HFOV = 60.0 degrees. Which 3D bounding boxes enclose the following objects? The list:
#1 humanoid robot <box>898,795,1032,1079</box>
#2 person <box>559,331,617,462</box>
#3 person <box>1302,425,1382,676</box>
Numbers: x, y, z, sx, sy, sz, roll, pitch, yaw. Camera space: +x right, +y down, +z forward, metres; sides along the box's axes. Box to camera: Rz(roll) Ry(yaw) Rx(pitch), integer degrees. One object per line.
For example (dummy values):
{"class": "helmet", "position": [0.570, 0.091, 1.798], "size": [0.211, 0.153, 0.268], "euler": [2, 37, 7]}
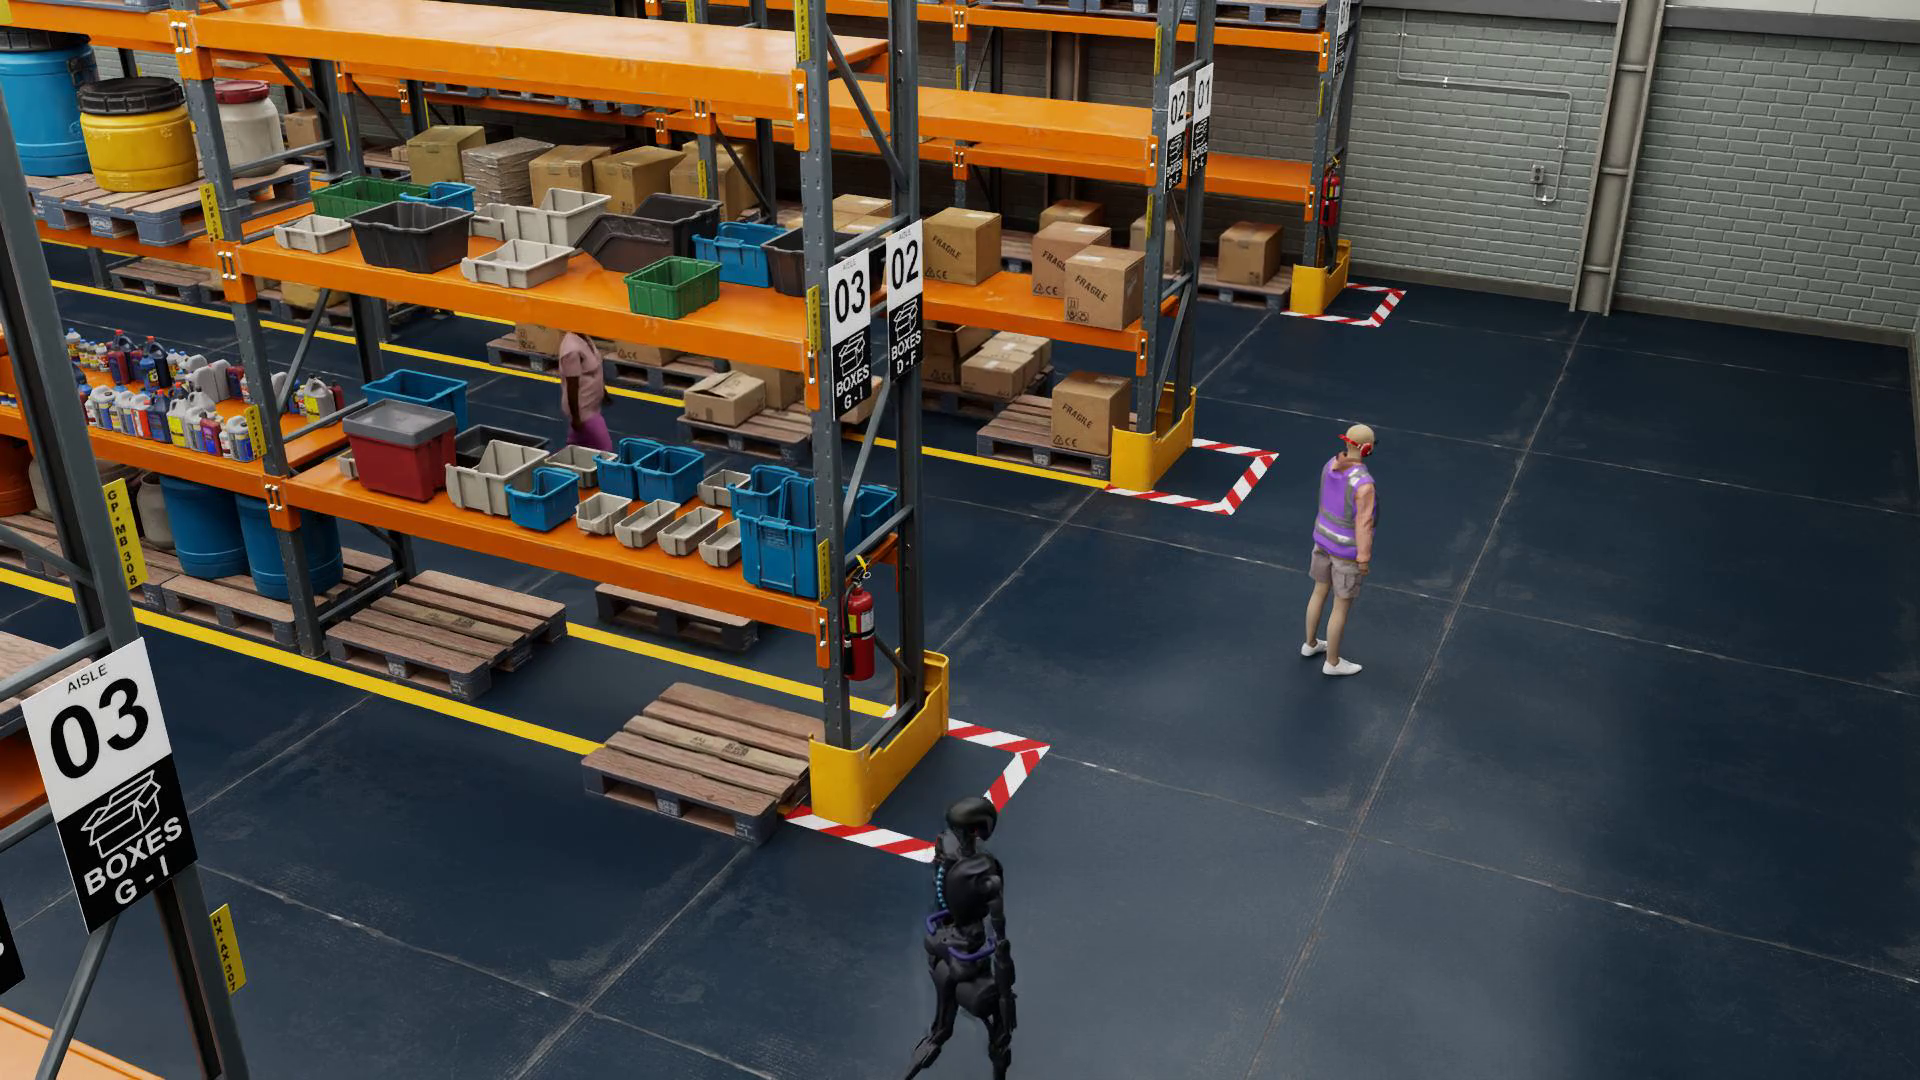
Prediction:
{"class": "humanoid robot", "position": [-0.025, 1.809, 7.076], "size": [0.679, 1.639, 0.600], "euler": [-16, 30, -29]}
{"class": "person", "position": [-2.809, -1.013, 12.678], "size": [0.852, 1.755, 0.528], "euler": [-1, 26, -3]}
{"class": "person", "position": [2.432, 0.059, 10.586], "size": [0.349, 1.688, 0.489], "euler": [-11, 28, -21]}
